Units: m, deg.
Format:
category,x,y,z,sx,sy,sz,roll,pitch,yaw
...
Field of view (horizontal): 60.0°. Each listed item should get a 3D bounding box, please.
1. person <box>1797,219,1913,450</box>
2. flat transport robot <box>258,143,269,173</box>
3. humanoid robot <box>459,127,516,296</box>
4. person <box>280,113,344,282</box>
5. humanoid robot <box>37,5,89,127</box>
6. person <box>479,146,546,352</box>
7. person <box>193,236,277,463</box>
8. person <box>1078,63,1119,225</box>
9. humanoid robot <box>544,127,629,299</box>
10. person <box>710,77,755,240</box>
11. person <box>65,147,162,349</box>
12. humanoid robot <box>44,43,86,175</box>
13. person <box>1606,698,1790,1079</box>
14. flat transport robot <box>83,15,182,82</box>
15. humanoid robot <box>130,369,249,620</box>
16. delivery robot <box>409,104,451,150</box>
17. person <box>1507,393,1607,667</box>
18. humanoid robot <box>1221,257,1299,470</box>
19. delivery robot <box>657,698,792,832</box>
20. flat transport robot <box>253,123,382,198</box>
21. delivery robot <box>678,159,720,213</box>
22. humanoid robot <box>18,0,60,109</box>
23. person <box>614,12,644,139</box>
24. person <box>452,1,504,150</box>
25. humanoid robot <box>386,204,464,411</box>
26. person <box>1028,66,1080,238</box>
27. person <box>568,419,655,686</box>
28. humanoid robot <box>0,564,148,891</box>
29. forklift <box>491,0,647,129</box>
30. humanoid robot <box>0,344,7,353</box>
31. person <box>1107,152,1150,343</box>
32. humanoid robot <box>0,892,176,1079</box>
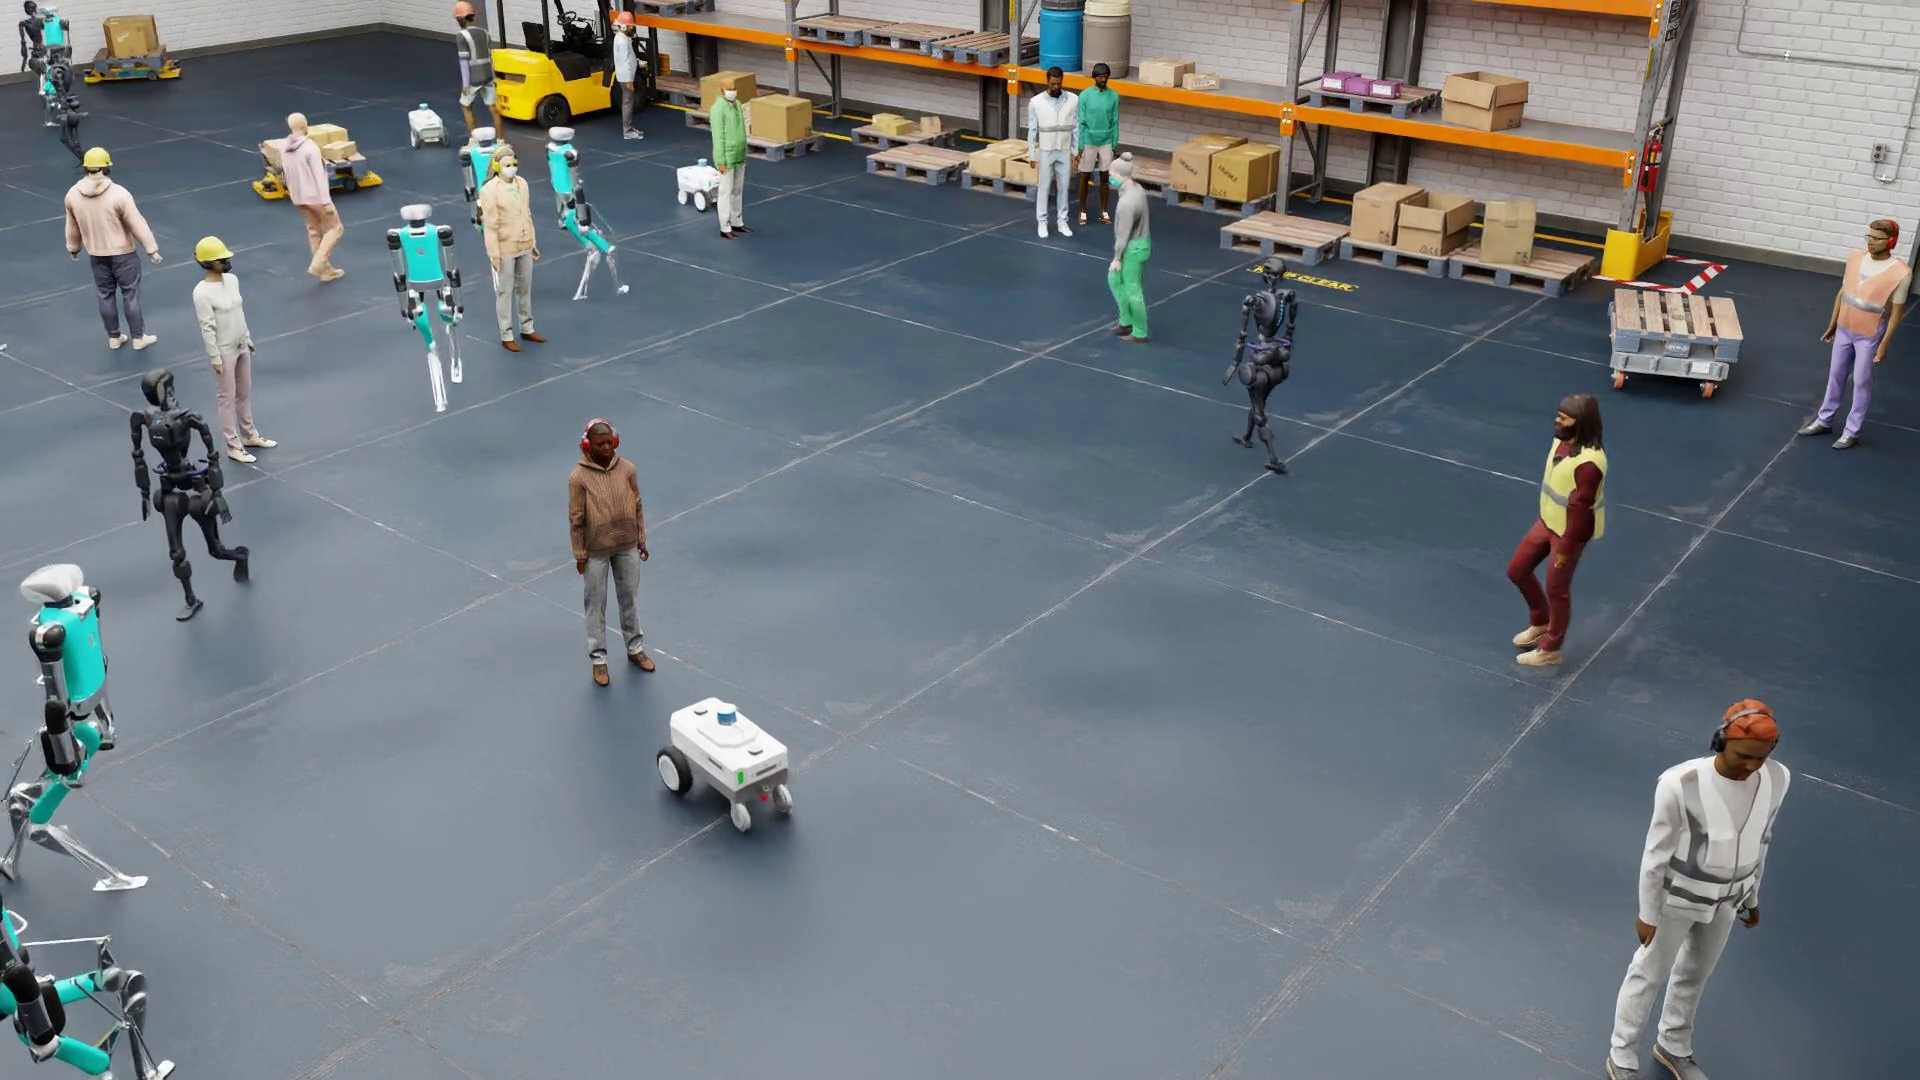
category,x,y,z,sx,sy,sz,roll,pitch,yaw
person,7.120,-1.630,13.131,0.389,1.847,0.563,-11,28,-21
flat transport robot,-8.867,-5.042,22.012,0.659,0.231,1.431,-12,28,-23
humanoid robot,-4.704,-3.331,16.787,0.546,1.747,1.001,-8,27,-16
person,-6.637,-3.488,17.060,0.563,1.770,0.530,12,28,22
humanoid robot,-13.107,-6.741,23.895,0.536,1.749,1.069,10,28,20
person,-4.129,-2.687,15.291,0.390,1.874,0.566,16,30,29
person,-5.665,-1.485,12.919,0.298,1.772,0.531,4,26,8
person,1.593,-4.595,19.282,0.498,1.843,0.399,-3,26,-7
humanoid robot,-3.664,-3.261,16.720,0.821,1.846,0.530,-21,33,-36
person,-2.583,-4.306,18.749,0.384,1.782,0.550,11,28,22
person,-7.774,-2.647,15.232,0.823,1.853,0.435,0,26,0
humanoid robot,-11.521,-5.553,21.451,0.340,1.652,0.587,-14,29,-26
person,2.979,1.455,6.700,0.574,1.886,0.362,-6,26,-12
flat transport robot,-13.817,-7.836,27.798,1.431,0.231,0.659,-8,27,-17
humanoid robot,-4.962,-0.349,10.712,0.606,1.637,0.700,2,26,5
delivery robot,-7.437,-5.771,23.180,0.499,0.583,0.765,-12,28,-24
person,3.578,-0.037,9.937,0.443,1.760,0.476,-5,26,-10
humanoid robot,2.342,-1.382,12.885,0.603,1.638,0.791,-13,29,-25
delivery robot,-1.232,1.145,8.861,0.499,0.587,0.788,-21,33,-36
flat transport robot,-8.116,-4.551,20.996,1.431,0.231,0.659,-16,30,-29
delivery robot,-3.083,-4.290,20.147,0.499,0.613,0.803,-23,34,-39
humanoid robot,-13.847,-7.282,25.100,0.751,1.656,0.602,10,28,21
person,-4.672,-6.542,23.429,0.352,1.737,0.576,-6,26,-12
person,-6.553,-6.222,22.474,0.669,2.011,0.637,12,28,23
humanoid robot,-4.491,-2.051,14.201,0.535,1.785,1.040,-5,26,-10
person,1.051,-4.382,18.765,0.600,1.908,0.403,-7,27,-15
person,-2.083,0.052,9.868,0.458,1.651,0.336,-16,30,-30
humanoid robot,-4.461,0.965,7.930,0.905,1.801,0.550,-2,26,-4
forklift,-5.874,-7.334,24.552,1.214,2.155,2.313,19,32,34
humanoid robot,-9.144,-2.312,14.672,1.022,1.725,0.532,-10,28,-20
person,1.535,-2.695,15.362,0.554,1.826,0.548,5,26,10
humanoid robot,-3.458,1.682,6.439,0.534,1.763,1.013,17,31,32
